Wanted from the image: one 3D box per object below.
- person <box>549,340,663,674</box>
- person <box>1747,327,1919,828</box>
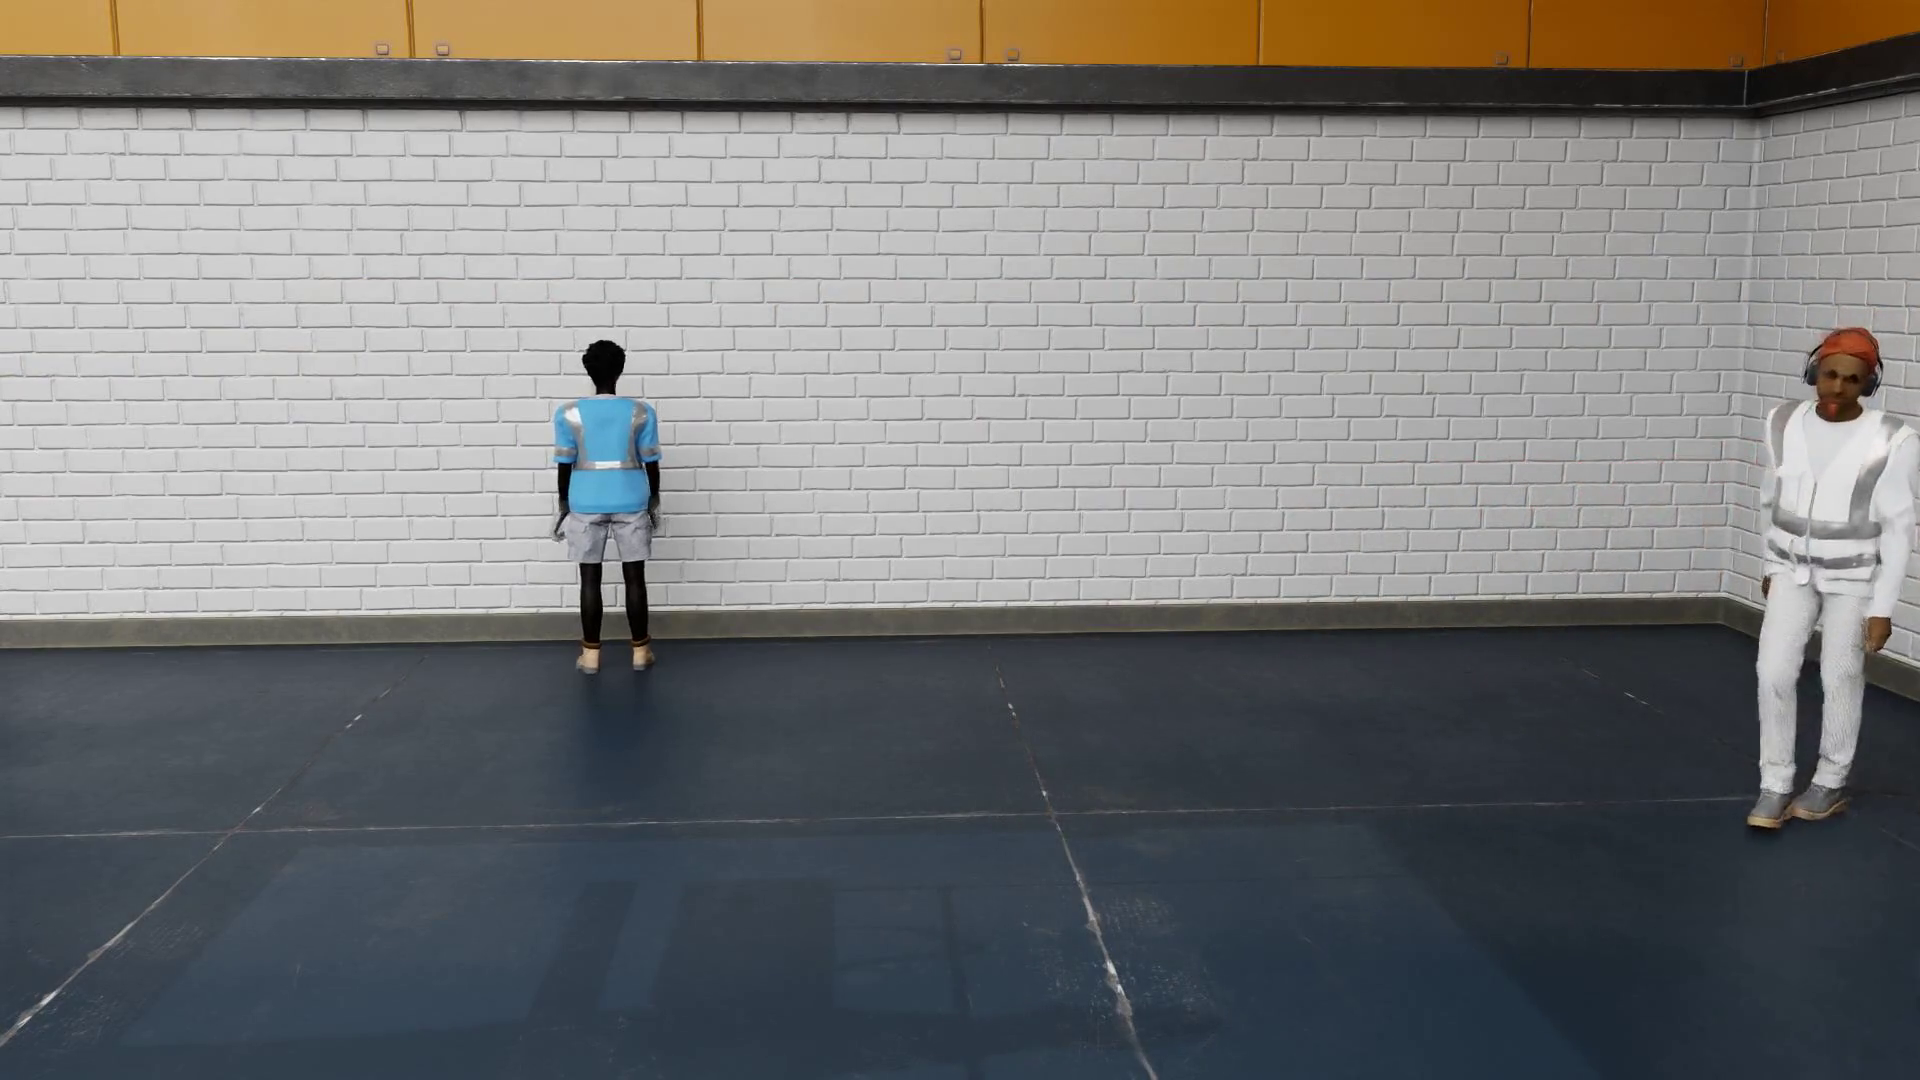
[{"bbox_3d":[-1.793,-0.165,8.457,0.582,1.699,0.321,-2,9,-15],"label":"person"},{"bbox_3d":[3.133,0.158,5.994,0.690,1.834,0.600,-7,12,-38],"label":"person"}]
